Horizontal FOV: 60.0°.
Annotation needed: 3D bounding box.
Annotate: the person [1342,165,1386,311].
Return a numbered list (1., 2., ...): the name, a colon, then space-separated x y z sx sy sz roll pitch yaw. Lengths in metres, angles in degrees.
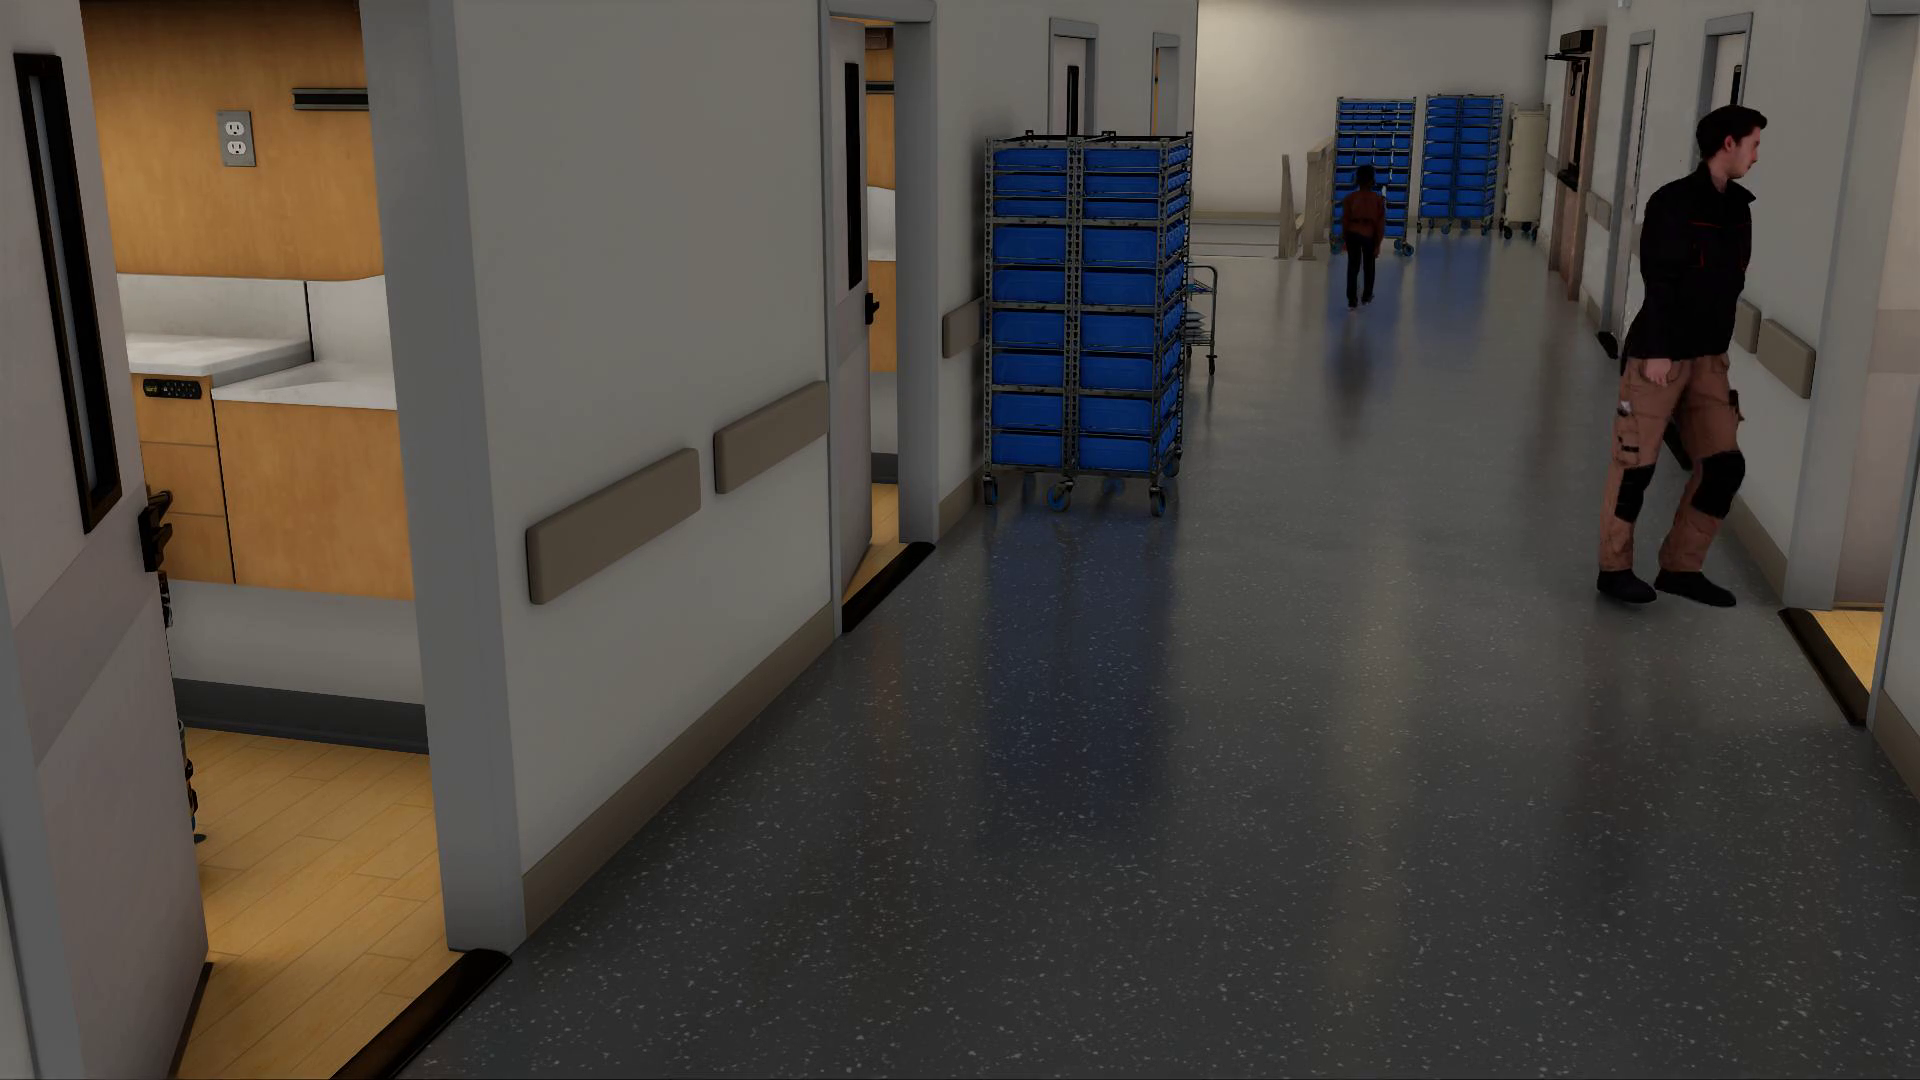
1. person: 3.478 -2.610 14.451 0.571 1.234 0.789 6 17 20

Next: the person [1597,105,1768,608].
1. person: 2.700 -0.694 6.432 0.927 1.896 0.976 -6 17 -19
